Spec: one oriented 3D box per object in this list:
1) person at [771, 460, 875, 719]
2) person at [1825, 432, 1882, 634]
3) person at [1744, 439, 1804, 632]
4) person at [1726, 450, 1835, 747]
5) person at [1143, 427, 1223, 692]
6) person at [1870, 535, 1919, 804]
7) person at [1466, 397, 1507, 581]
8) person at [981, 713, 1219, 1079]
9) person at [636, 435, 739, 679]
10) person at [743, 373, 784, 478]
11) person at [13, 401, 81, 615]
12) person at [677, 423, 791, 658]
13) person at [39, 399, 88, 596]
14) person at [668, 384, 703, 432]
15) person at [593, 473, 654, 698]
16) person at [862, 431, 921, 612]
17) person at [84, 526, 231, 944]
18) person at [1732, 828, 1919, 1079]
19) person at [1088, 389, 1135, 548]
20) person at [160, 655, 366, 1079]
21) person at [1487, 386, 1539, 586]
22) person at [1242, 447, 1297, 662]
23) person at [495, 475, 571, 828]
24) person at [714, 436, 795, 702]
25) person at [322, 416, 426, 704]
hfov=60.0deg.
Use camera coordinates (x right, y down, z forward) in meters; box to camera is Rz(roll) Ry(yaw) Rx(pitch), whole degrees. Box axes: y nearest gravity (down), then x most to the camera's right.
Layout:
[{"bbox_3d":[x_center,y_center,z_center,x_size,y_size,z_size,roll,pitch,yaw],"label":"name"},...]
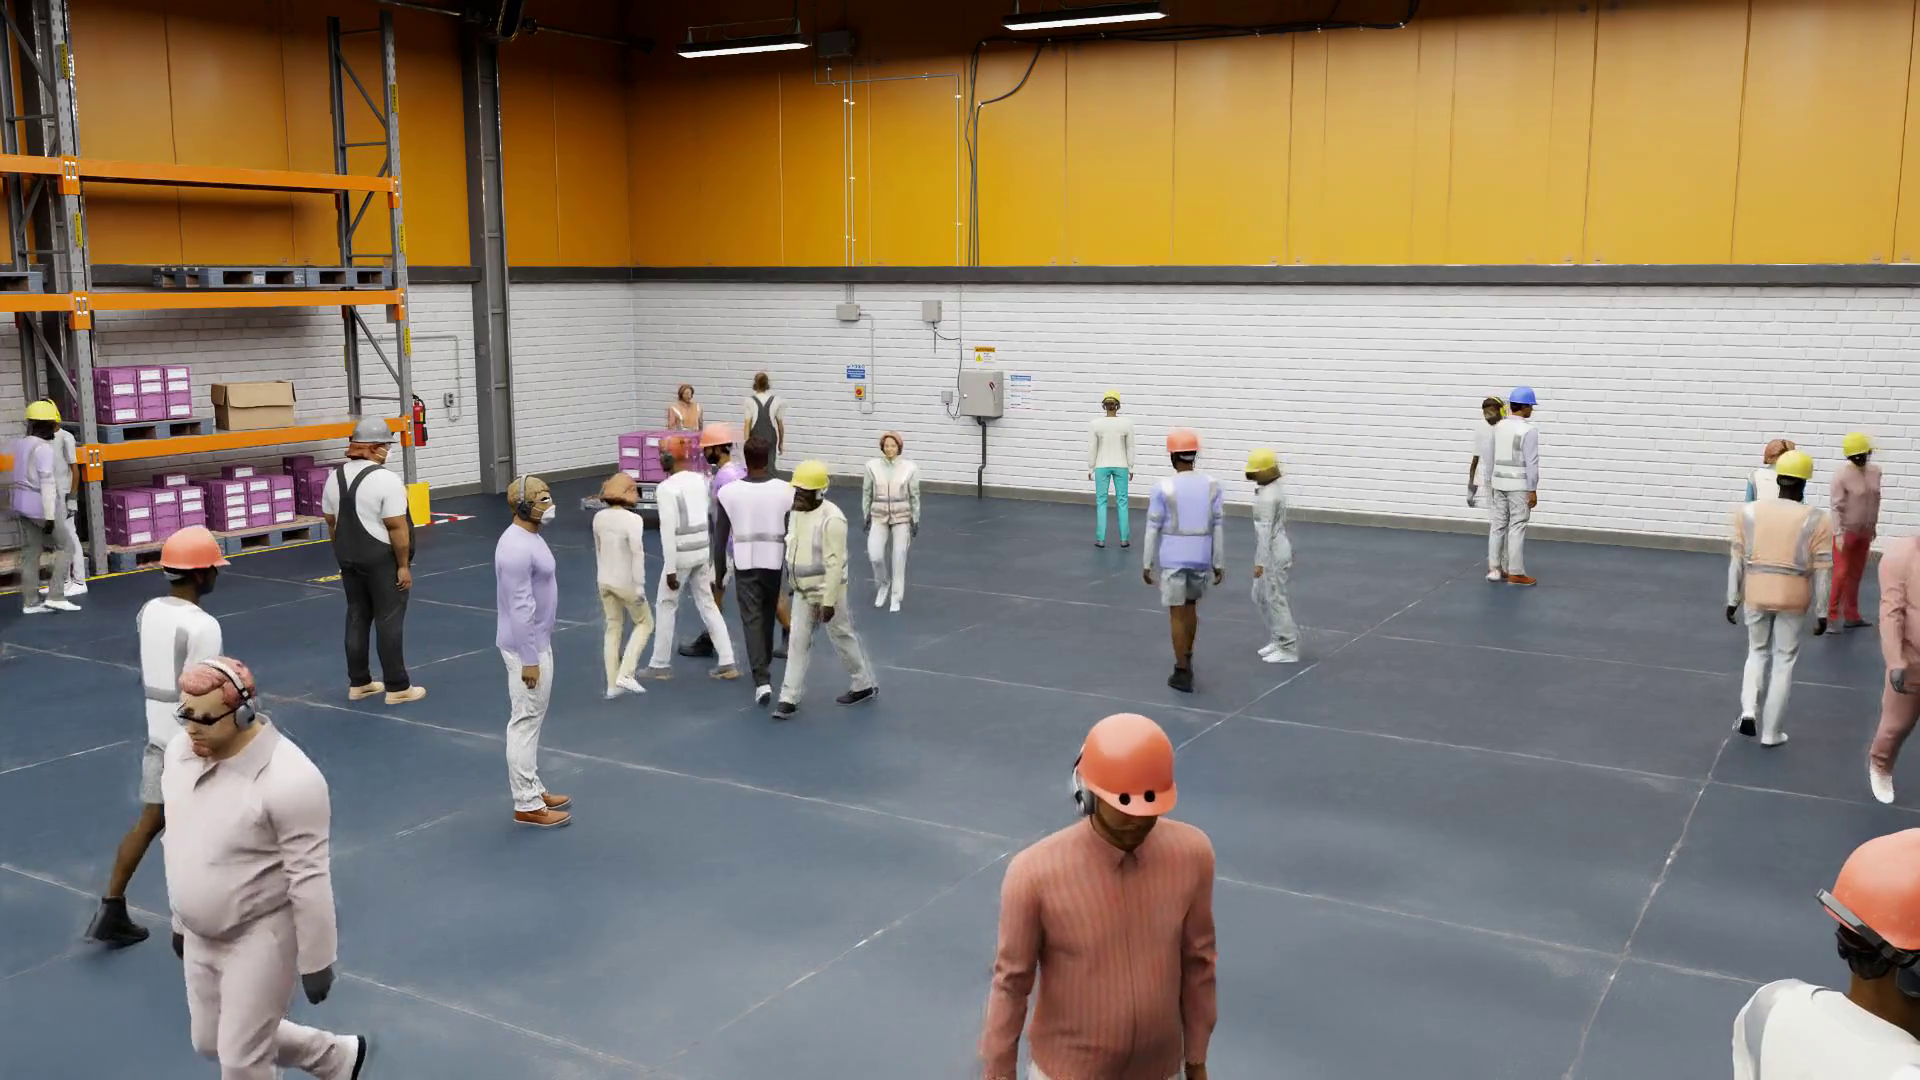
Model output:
[{"bbox_3d":[-0.948,0.326,11.422,0.870,1.789,0.597,-9,13,-44],"label":"person"},{"bbox_3d":[7.582,-0.063,14.016,0.691,1.719,0.352,-4,10,-22],"label":"person"},{"bbox_3d":[6.901,-0.041,14.138,0.314,1.636,0.515,-5,11,-30],"label":"person"},{"bbox_3d":[5.248,0.377,10.644,0.615,1.913,0.418,8,12,42],"label":"person"},{"bbox_3d":[1.603,0.124,12.241,0.563,1.910,0.727,-2,9,-15],"label":"person"},{"bbox_3d":[5.340,0.645,9.159,0.621,1.876,0.931,2,9,13],"label":"person"},{"bbox_3d":[5.309,-0.502,16.436,0.560,1.814,0.813,6,11,32],"label":"person"},{"bbox_3d":[0.325,1.378,4.333,0.778,1.954,0.531,-4,10,-22],"label":"person"},{"bbox_3d":[-2.002,0.149,12.381,0.823,1.863,0.607,5,10,28],"label":"person"},{"bbox_3d":[-2.471,-1.207,20.943,0.532,1.793,0.987,-3,10,-17],"label":"person"},{"bbox_3d":[-8.150,-0.282,14.802,0.604,1.905,0.564,6,11,34],"label":"person"},{"bbox_3d":[-1.705,0.020,13.053,1.004,1.884,0.581,2,9,10],"label":"person"},{"bbox_3d":[-8.498,-0.400,15.662,0.532,1.867,0.316,6,11,32],"label":"person"},{"bbox_3d":[-3.603,-1.247,21.796,0.534,1.593,0.870,-6,11,-31],"label":"person"},{"bbox_3d":[-2.410,0.327,11.878,0.525,1.617,0.353,6,11,34],"label":"person"},{"bbox_3d":[-0.617,-0.163,14.894,0.536,1.626,0.370,1,9,5],"label":"person"},{"bbox_3d":[-3.572,0.882,7.606,0.559,1.896,0.989,5,10,29],"label":"person"},{"bbox_3d":[1.697,1.522,3.116,0.383,2.041,0.616,-2,9,-10],"label":"person"},{"bbox_3d":[1.672,-0.789,18.430,0.526,1.758,0.340,0,9,2],"label":"person"},{"bbox_3d":[-2.243,1.242,5.386,0.699,1.866,0.715,5,11,30],"label":"person"},{"bbox_3d":[5.408,-0.527,16.208,0.407,1.942,0.615,-4,10,-23],"label":"person"},{"bbox_3d":[2.405,0.120,12.889,0.493,1.697,0.512,1,9,7],"label":"person"},{"bbox_3d":[-2.361,0.604,9.171,0.373,1.940,0.628,-2,9,-11],"label":"person"},{"bbox_3d":[-1.451,0.193,11.943,0.604,1.878,0.985,-2,9,-14],"label":"person"},{"bbox_3d":[-4.122,0.131,11.803,0.684,2.000,0.535,5,10,27],"label":"person"}]
